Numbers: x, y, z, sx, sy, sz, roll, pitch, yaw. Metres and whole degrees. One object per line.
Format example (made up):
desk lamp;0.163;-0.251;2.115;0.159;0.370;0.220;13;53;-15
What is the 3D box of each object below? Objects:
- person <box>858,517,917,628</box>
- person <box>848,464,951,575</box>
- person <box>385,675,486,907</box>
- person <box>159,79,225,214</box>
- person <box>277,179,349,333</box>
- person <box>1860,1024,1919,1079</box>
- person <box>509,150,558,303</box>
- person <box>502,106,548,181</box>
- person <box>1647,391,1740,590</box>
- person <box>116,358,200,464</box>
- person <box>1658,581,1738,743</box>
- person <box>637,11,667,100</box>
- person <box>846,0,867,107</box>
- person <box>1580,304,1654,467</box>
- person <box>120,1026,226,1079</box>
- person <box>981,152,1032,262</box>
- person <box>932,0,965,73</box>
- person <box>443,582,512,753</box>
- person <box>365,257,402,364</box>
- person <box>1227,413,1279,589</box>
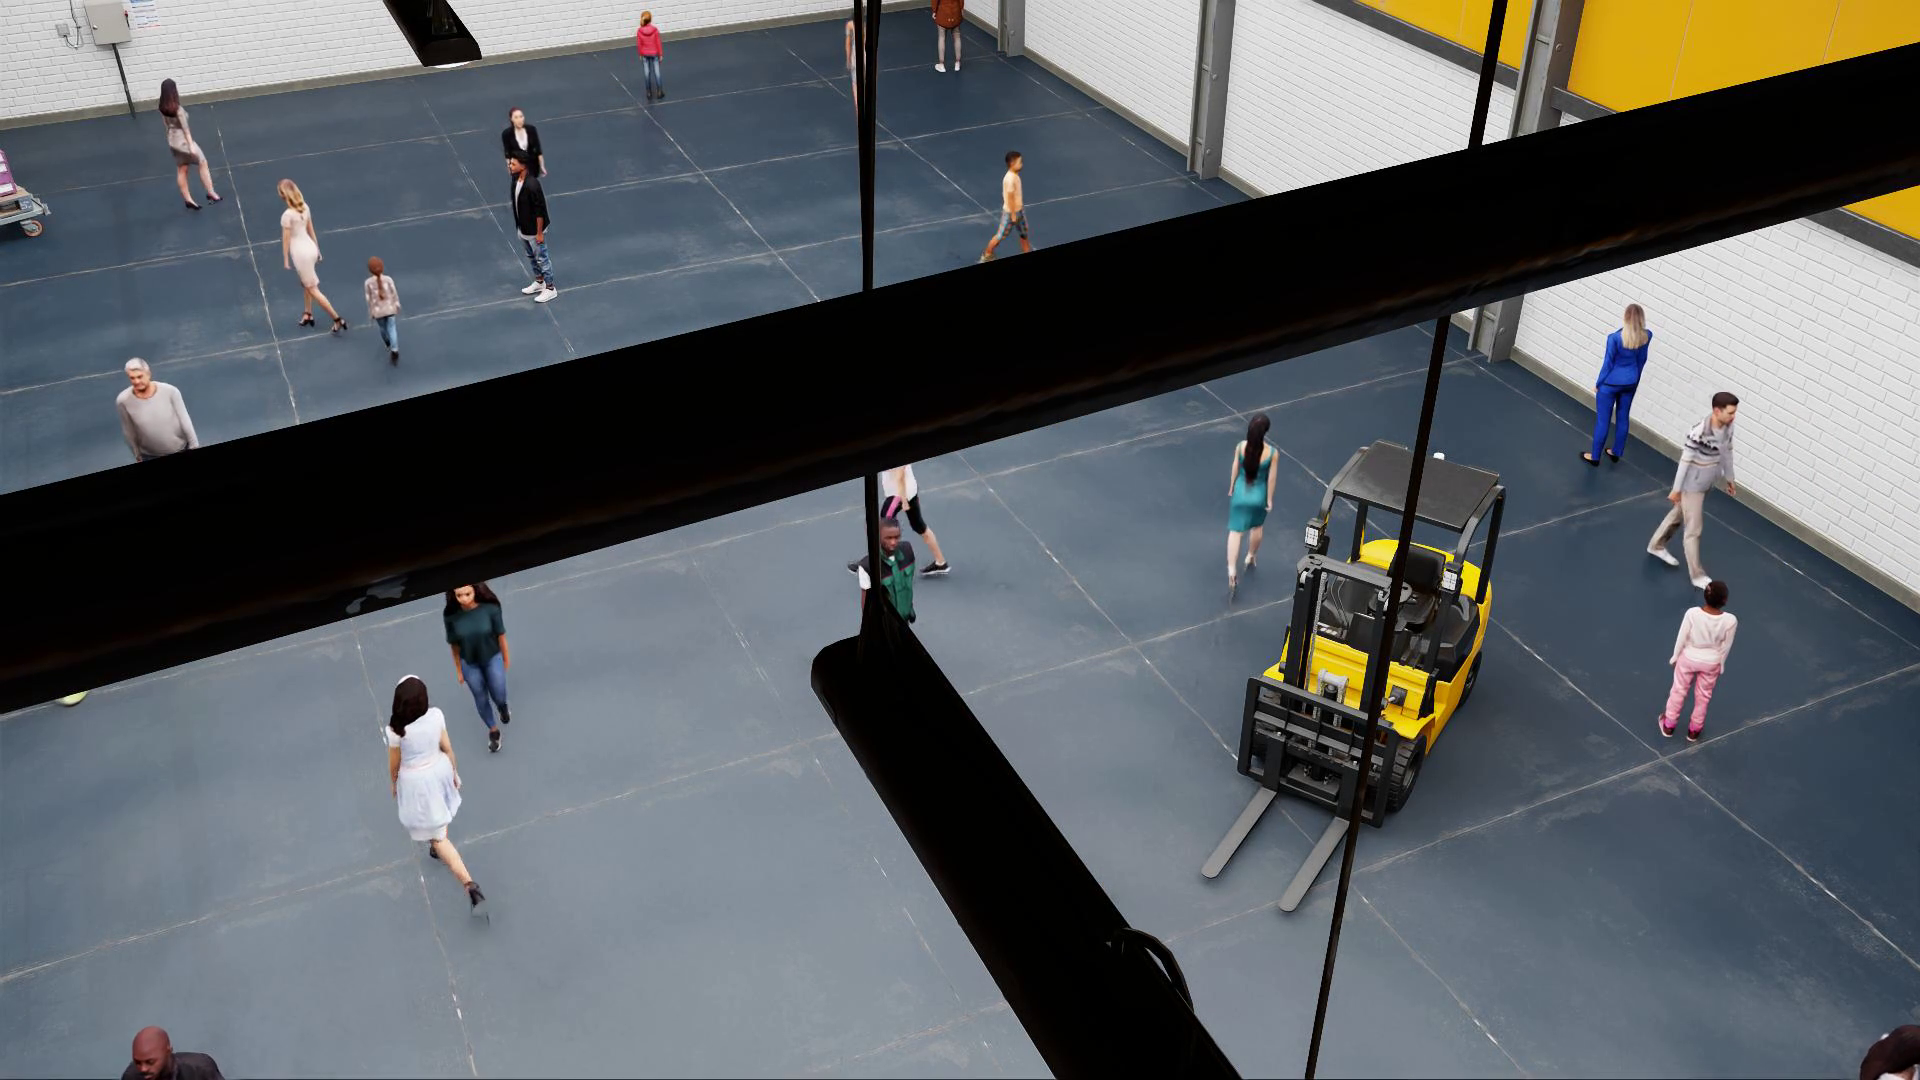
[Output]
person;-0.565;0.600;12.879;0.759;1.838;0.732;-28;43;-36
person;-0.416;-0.398;14.466;1.062;1.742;1.158;3;34;5
person;-3.552;1.729;11.228;0.916;1.784;1.227;-29;43;-36
person;-10.100;-5.052;21.481;0.855;1.728;0.908;14;36;20
person;-7.222;-3.109;18.488;1.005;1.806;0.956;11;35;16
person;4.909;3.212;9.179;1.060;1.583;1.063;7;34;10
person;-4.972;-3.675;19.334;0.810;1.811;0.621;-24;40;-31
person;-5.509;-4.702;21.060;0.650;1.610;1.062;-17;37;-24
person;6.393;-0.532;14.589;0.859;1.829;1.151;-24;40;-31
person;-7.139;-0.832;14.981;0.807;1.895;1.021;-10;35;-15
person;5.681;0.914;12.760;0.606;1.446;0.671;13;36;18
person;-4.733;-7.415;25.407;0.577;1.317;0.578;-2;34;-3
person;-1.423;-6.929;24.232;0.742;1.808;0.858;-3;34;-4
person;6.412;-1.511;16.179;0.662;1.699;0.613;-7;34;-10
person;-4.118;3.186;9.020;0.926;1.802;1.105;-3;34;-4
person;0.564;-3.990;20.149;0.986;1.433;0.989;7;34;11
person;-0.180;-8.361;26.358;0.756;1.839;0.760;-8;34;-12
person;-3.655;0.873;12.681;0.675;1.602;0.772;-6;34;-9
person;-6.275;-2.490;18.134;0.543;1.166;0.832;-11;35;-16
person;2.489;-0.317;14.415;0.919;1.665;0.995;10;35;14
